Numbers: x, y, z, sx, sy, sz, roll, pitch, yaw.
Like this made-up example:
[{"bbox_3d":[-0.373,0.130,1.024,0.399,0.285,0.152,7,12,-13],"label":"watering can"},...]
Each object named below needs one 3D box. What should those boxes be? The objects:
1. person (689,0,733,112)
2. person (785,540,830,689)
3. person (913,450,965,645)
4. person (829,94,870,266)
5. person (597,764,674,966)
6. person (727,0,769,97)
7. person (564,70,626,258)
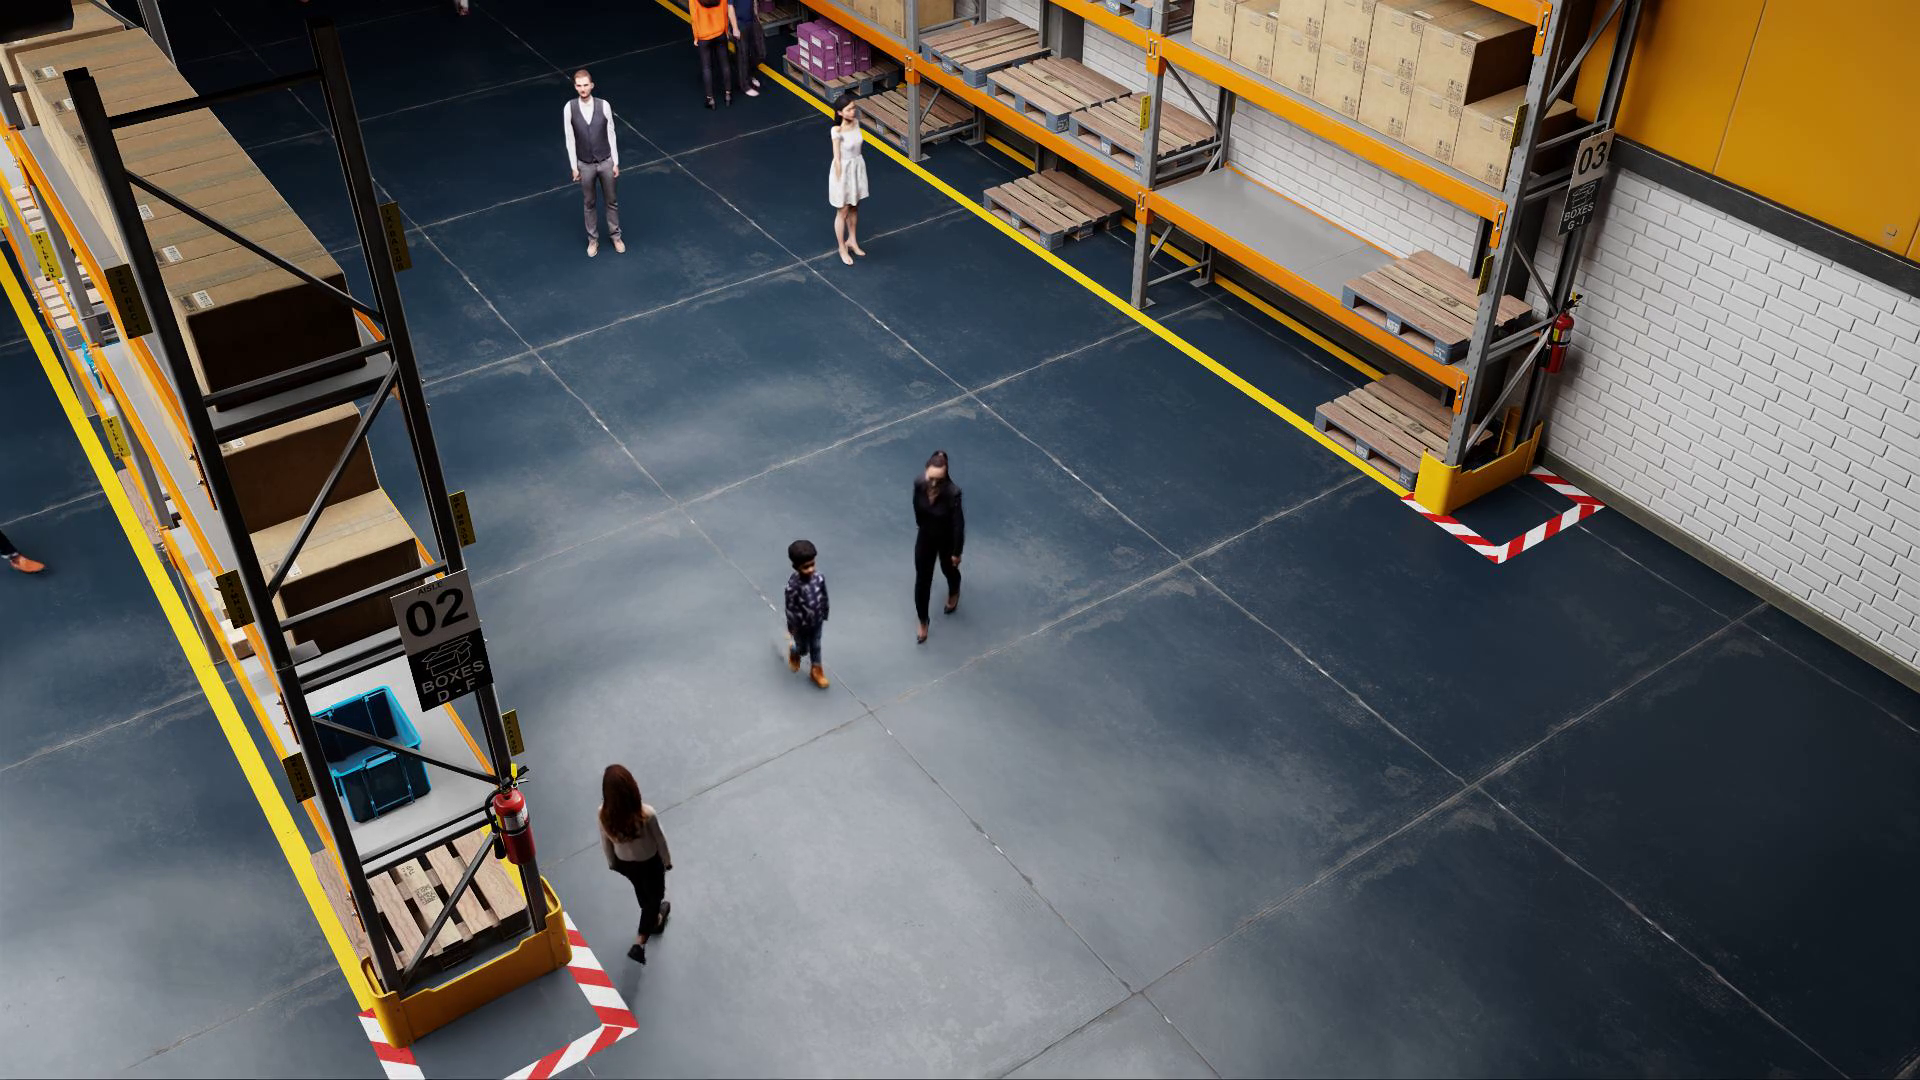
[{"bbox_3d":[-2.940,-5.968,19.723,0.641,1.749,0.584,-18,42,-21],"label":"person"},{"bbox_3d":[-1.132,0.511,12.014,0.490,1.245,0.625,-23,44,-26],"label":"person"},{"bbox_3d":[-0.137,-0.025,12.348,0.902,1.666,0.905,19,43,23],"label":"person"},{"bbox_3d":[-1.130,-3.646,16.795,0.757,1.775,0.742,22,44,26],"label":"person"},{"bbox_3d":[-1.945,1.975,10.000,0.841,1.471,0.918,4,39,5],"label":"person"},{"bbox_3d":[-2.682,-6.224,19.971,0.787,1.840,0.811,23,44,26],"label":"person"},{"bbox_3d":[-3.721,-3.858,16.930,0.731,1.939,0.700,-9,39,-11],"label":"person"}]
